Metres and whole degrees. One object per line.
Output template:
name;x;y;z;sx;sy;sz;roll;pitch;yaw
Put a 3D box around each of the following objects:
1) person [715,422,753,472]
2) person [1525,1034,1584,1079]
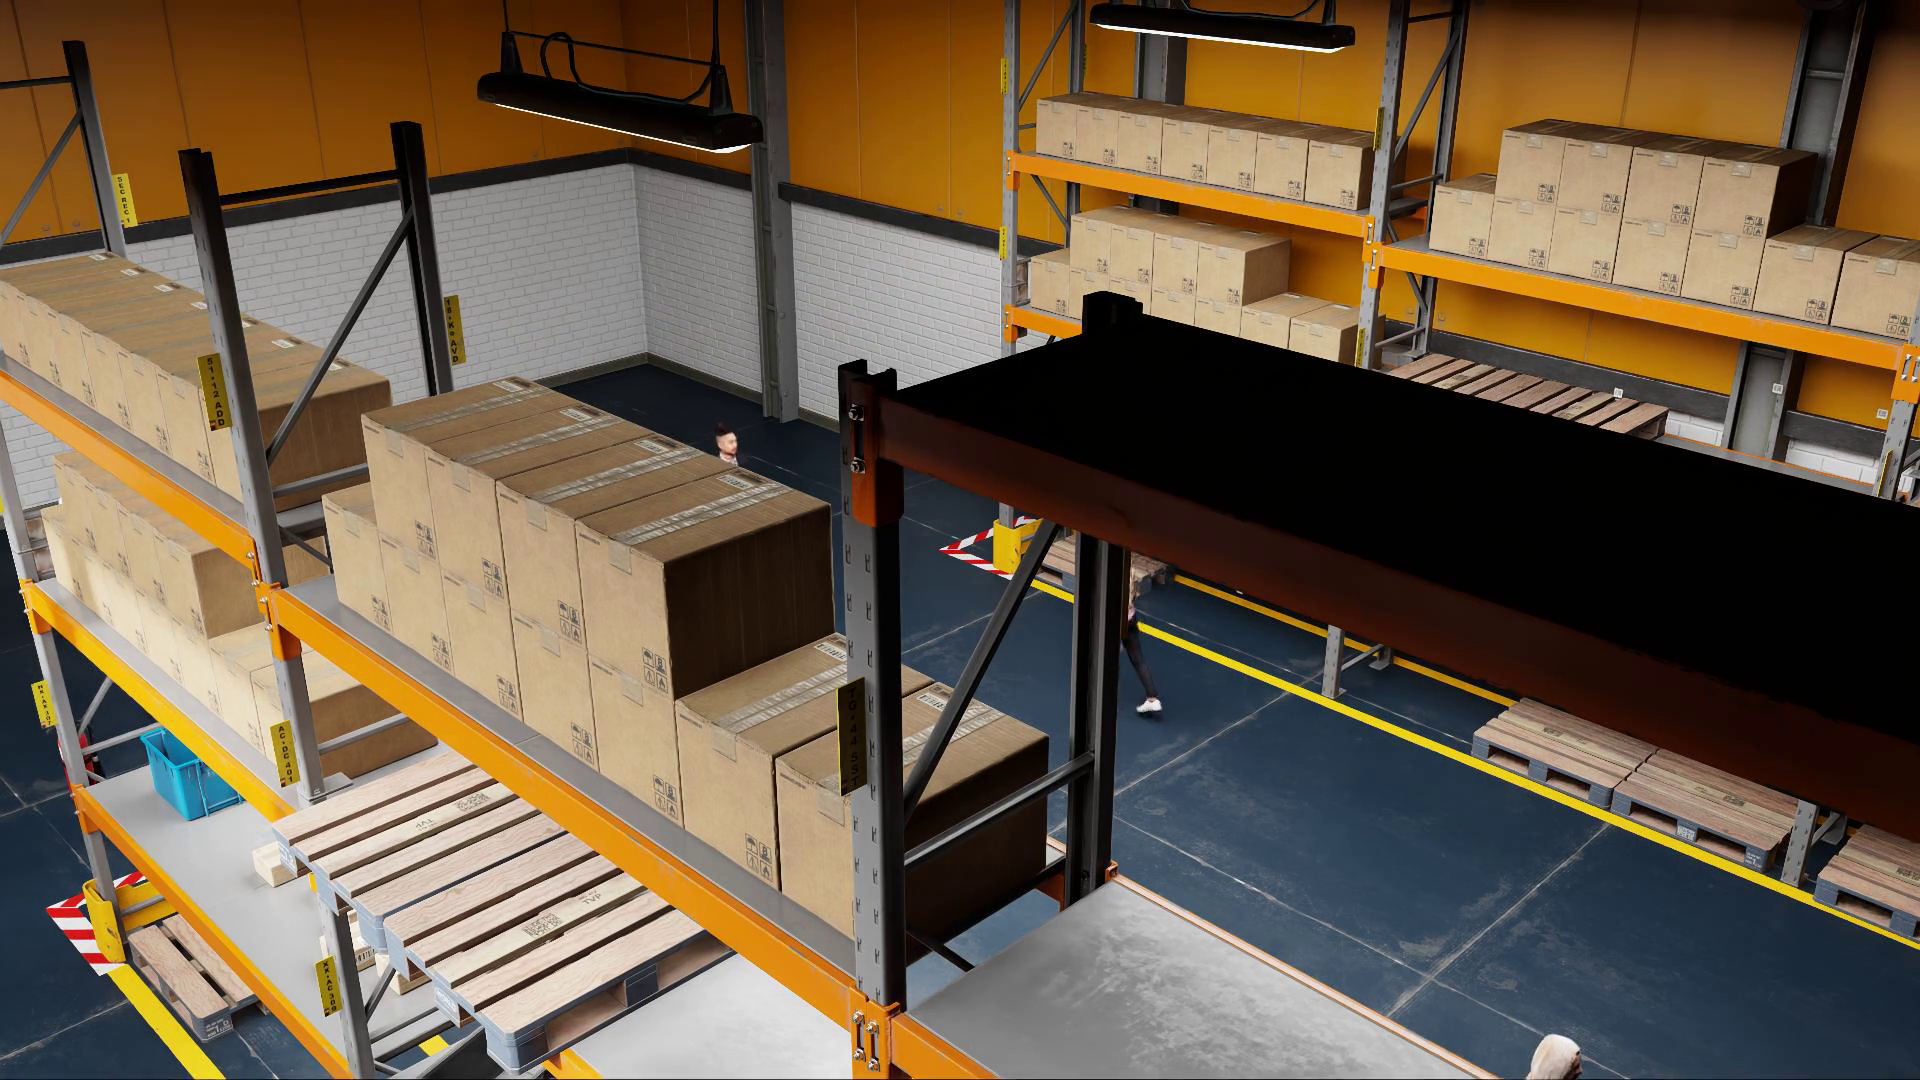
person;-2.322;-0.250;16.229;1.128;1.917;0.798;17;29;34
person;2.874;3.206;8.583;0.779;1.710;0.689;16;28;32
